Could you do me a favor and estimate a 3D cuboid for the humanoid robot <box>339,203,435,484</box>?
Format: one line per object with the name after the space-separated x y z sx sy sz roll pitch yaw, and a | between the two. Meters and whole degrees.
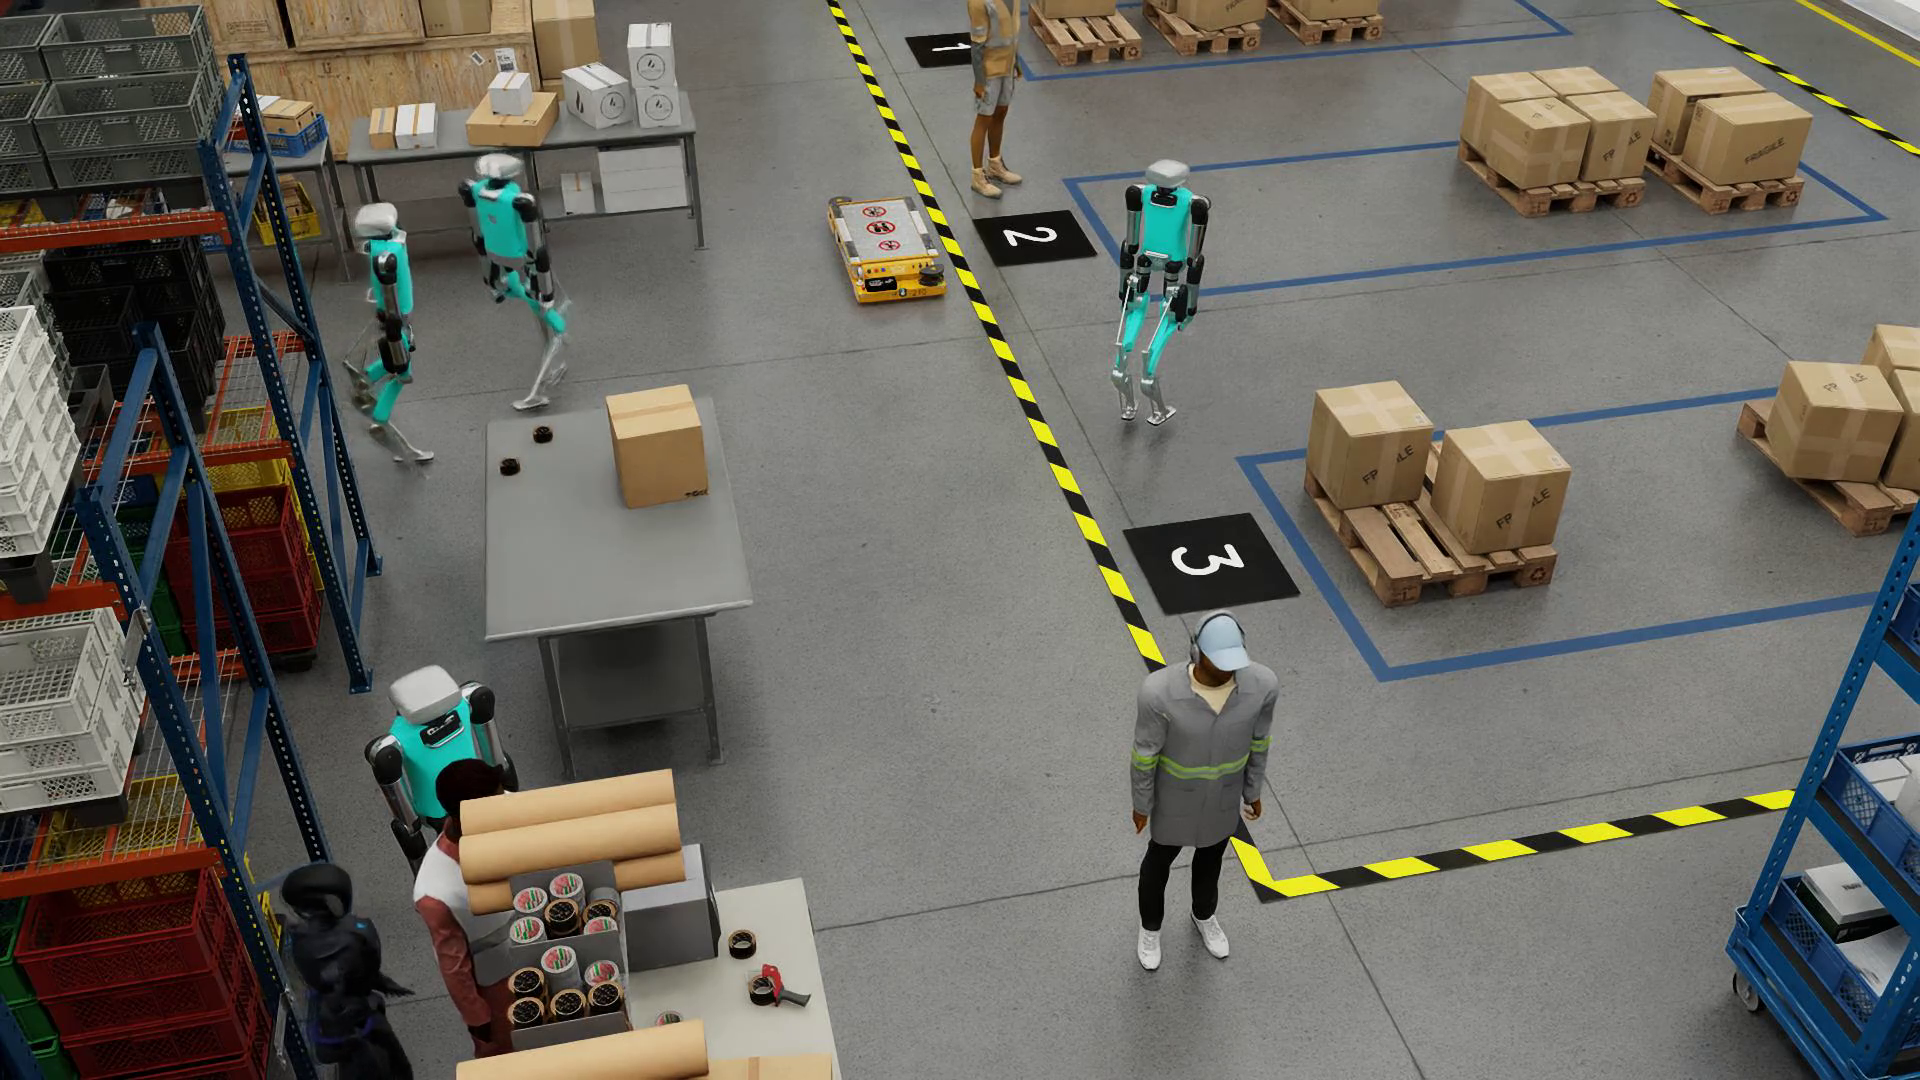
-3.479 -1.115 9.846 0.668 1.825 0.553 -7 37 -10 | humanoid robot

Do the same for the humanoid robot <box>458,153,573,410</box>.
-2.713 -1.708 10.626 0.551 1.756 0.876 15 39 19 | humanoid robot

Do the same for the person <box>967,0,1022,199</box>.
0.312 -3.715 13.070 0.400 2.033 0.607 23 43 28 | person

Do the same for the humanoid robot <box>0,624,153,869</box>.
-4.122 0.816 7.286 0.660 1.636 0.600 -5 37 -6 | humanoid robot

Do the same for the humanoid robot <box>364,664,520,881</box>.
-1.805 1.271 6.503 0.735 1.677 0.533 27 44 31 | humanoid robot

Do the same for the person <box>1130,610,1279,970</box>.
0.981 1.036 6.835 0.588 1.852 0.371 -7 37 -9 | person

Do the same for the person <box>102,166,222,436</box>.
-4.945 -1.479 10.234 0.506 1.836 0.332 30 46 34 | person

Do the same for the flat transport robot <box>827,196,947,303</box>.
-0.570 -2.220 12.538 0.659 0.231 1.431 -8 37 -10 | flat transport robot

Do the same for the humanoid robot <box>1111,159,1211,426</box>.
1.136 -1.430 10.133 0.533 1.677 0.735 17 40 22 | humanoid robot

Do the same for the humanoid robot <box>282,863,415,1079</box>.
-2.130 1.763 5.996 0.342 1.652 0.586 -11 38 -15 | humanoid robot

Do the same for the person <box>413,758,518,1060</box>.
-1.709 1.526 6.131 0.401 1.915 0.590 9 37 11 | person
